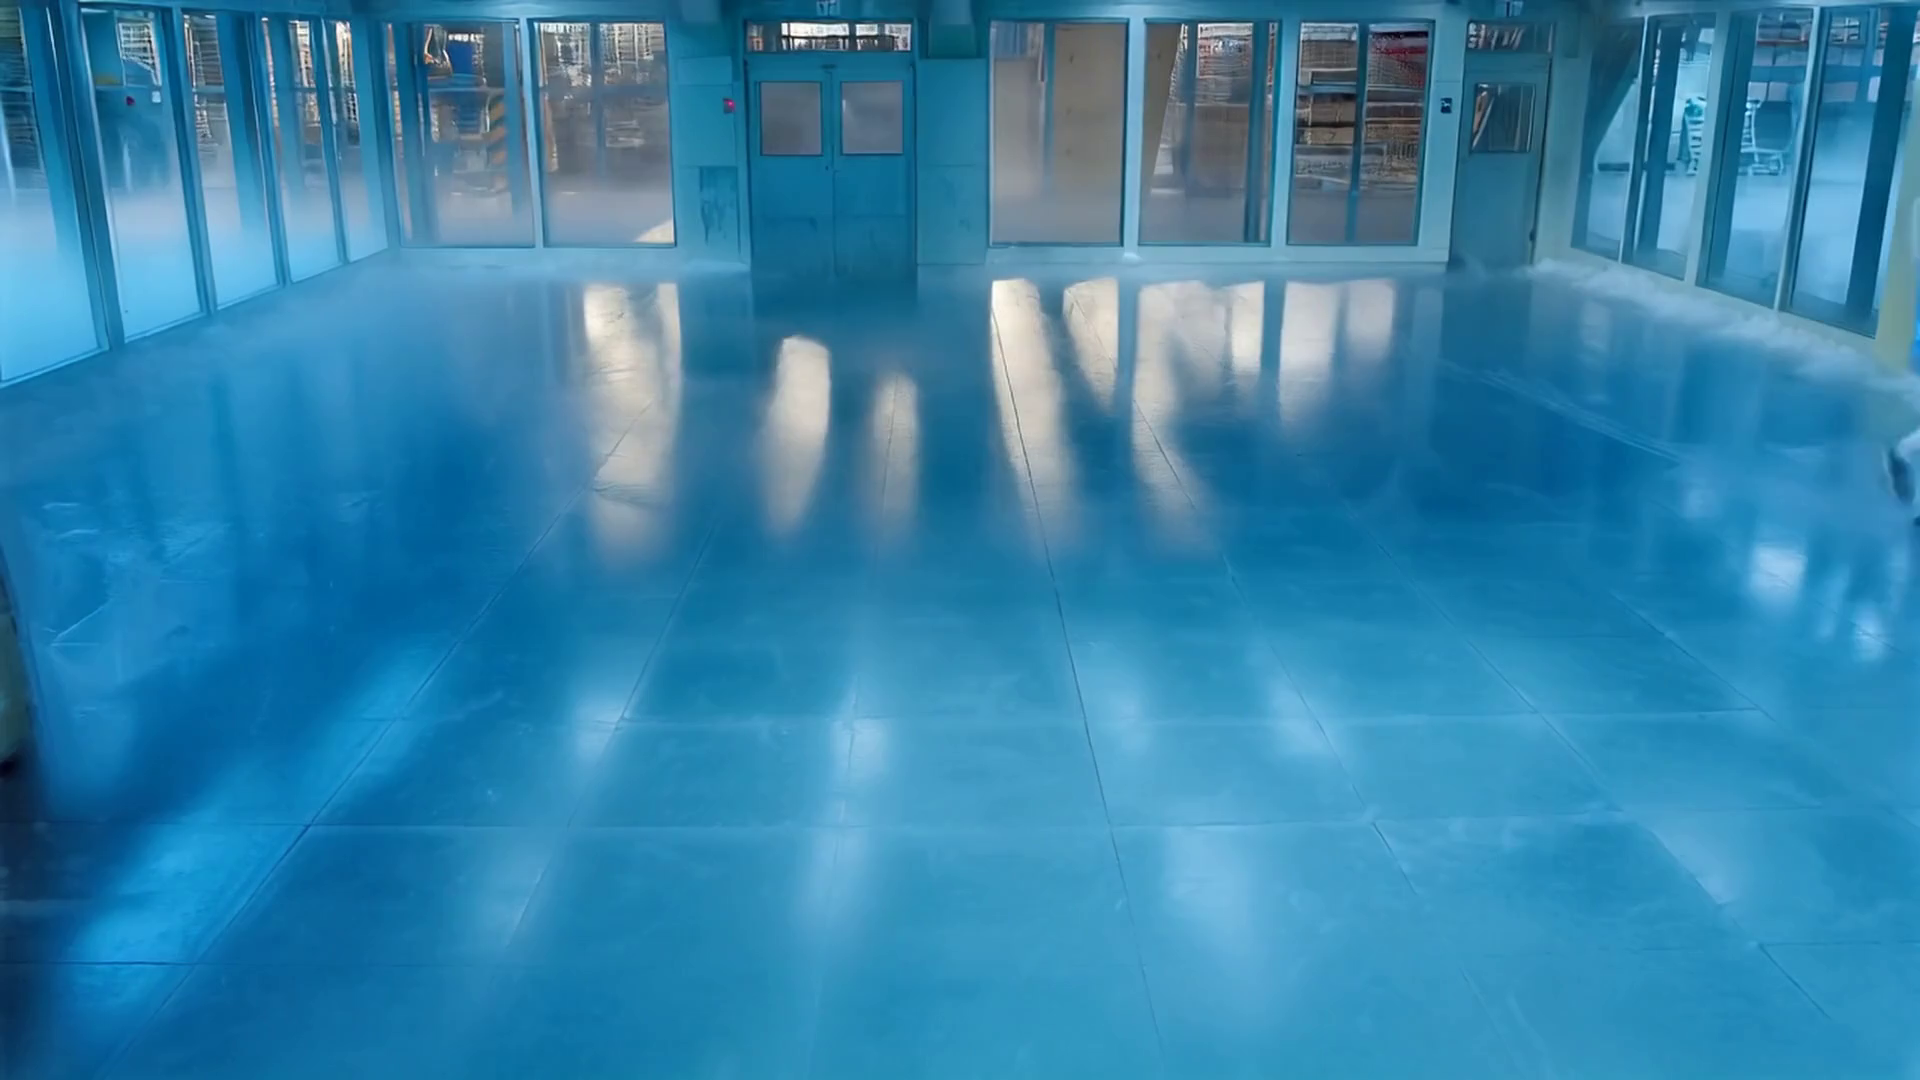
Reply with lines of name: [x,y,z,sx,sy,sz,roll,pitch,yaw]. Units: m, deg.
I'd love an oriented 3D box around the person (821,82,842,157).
person: [-1.526,-4.789,20.574,0.608,1.808,0.648,-4,17,-14]

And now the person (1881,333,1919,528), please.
person: [4.413,-0.939,7.401,0.516,1.856,0.551,-4,17,-14]
